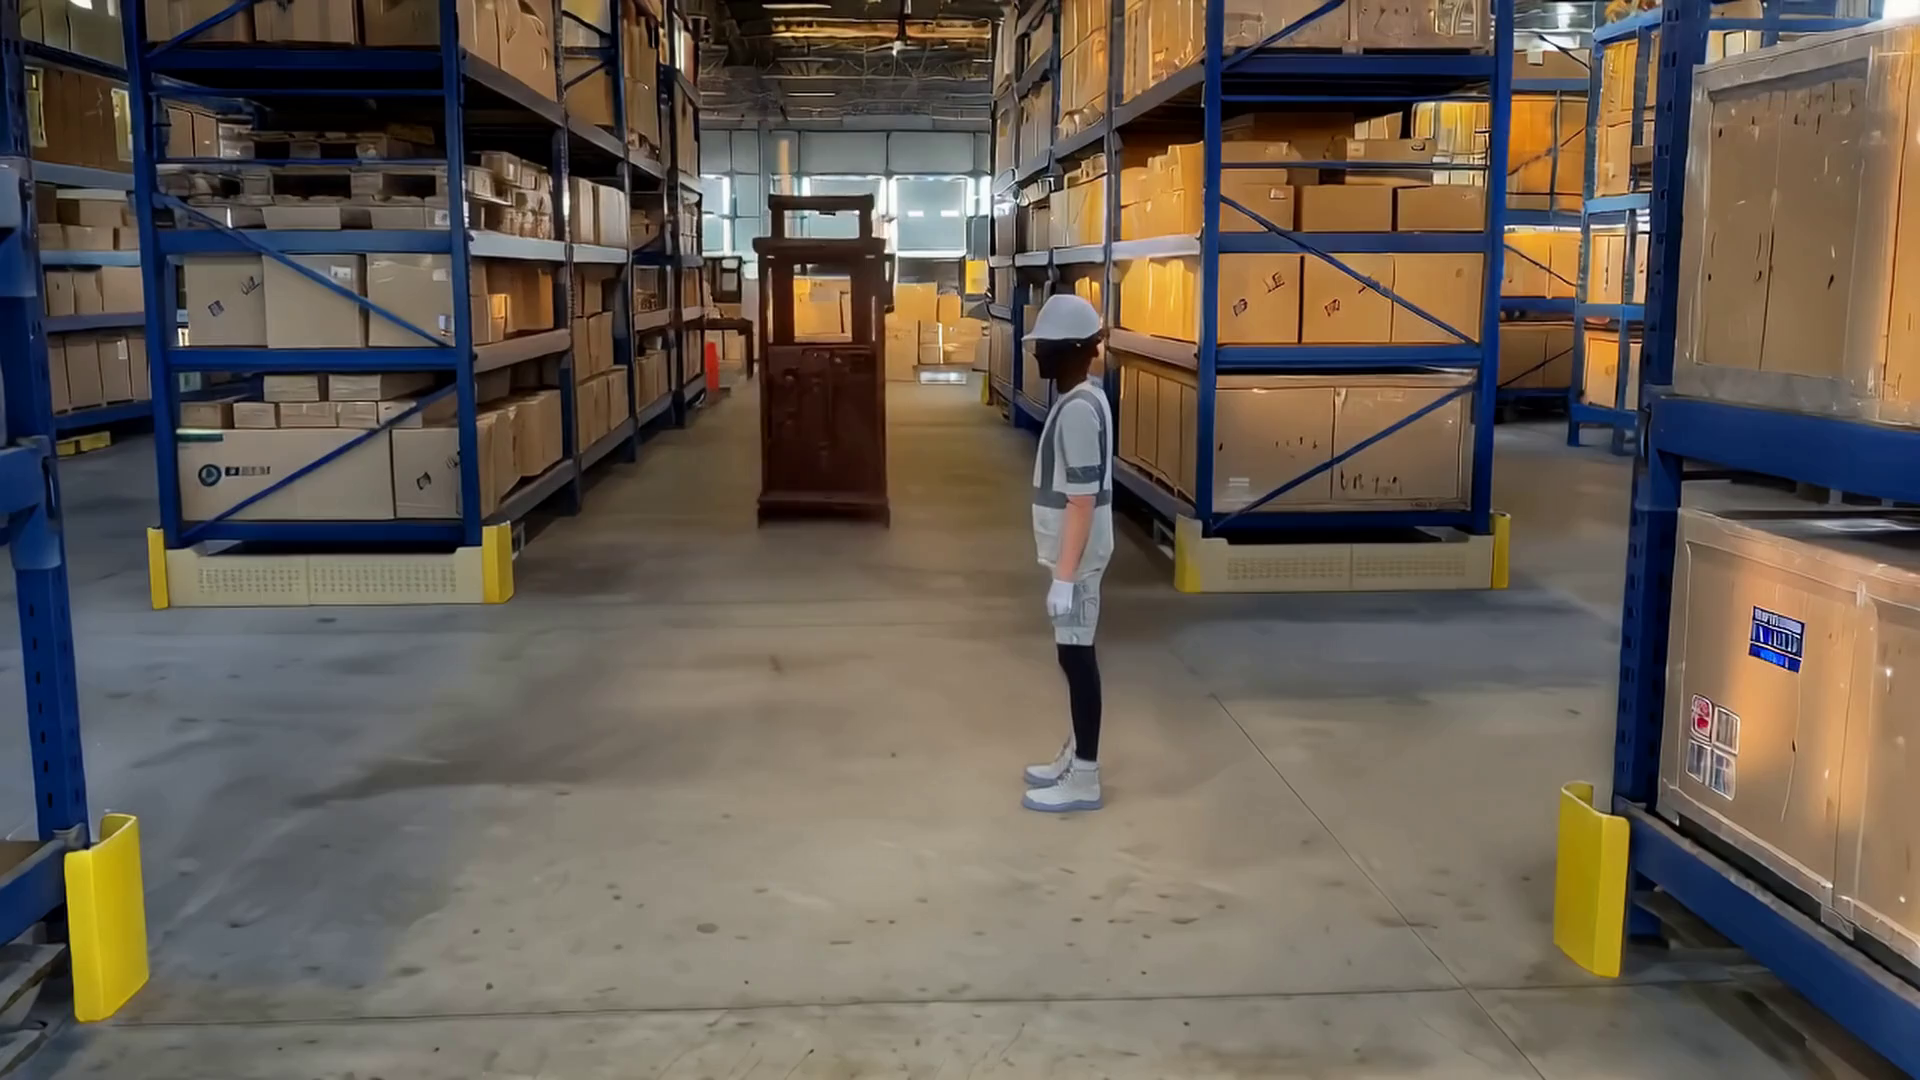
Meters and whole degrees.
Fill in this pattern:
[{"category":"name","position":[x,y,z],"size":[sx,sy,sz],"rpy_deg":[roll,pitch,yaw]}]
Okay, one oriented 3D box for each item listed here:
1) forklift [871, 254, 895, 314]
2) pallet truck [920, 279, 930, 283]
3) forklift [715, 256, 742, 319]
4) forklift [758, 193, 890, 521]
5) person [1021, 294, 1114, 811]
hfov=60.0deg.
[{"category":"forklift","position":[-2.661,-8.222,55.954],"size":[1.129,2.768,1.873],"rpy_deg":[-5,10,-30]},{"category":"pallet truck","position":[-0.932,-8.922,63.114],"size":[1.885,1.965,0.823],"rpy_deg":[2,9,13]},{"category":"forklift","position":[-8.574,-9.187,62.019],"size":[1.129,2.768,1.873],"rpy_deg":[-1,9,-4]},{"category":"forklift","position":[-1.220,-1.668,14.803],"size":[1.129,2.768,1.873],"rpy_deg":[-1,9,-4]},{"category":"person","position":[0.424,0.054,6.614],"size":[0.374,2.044,0.605],"rpy_deg":[1,9,5]}]
